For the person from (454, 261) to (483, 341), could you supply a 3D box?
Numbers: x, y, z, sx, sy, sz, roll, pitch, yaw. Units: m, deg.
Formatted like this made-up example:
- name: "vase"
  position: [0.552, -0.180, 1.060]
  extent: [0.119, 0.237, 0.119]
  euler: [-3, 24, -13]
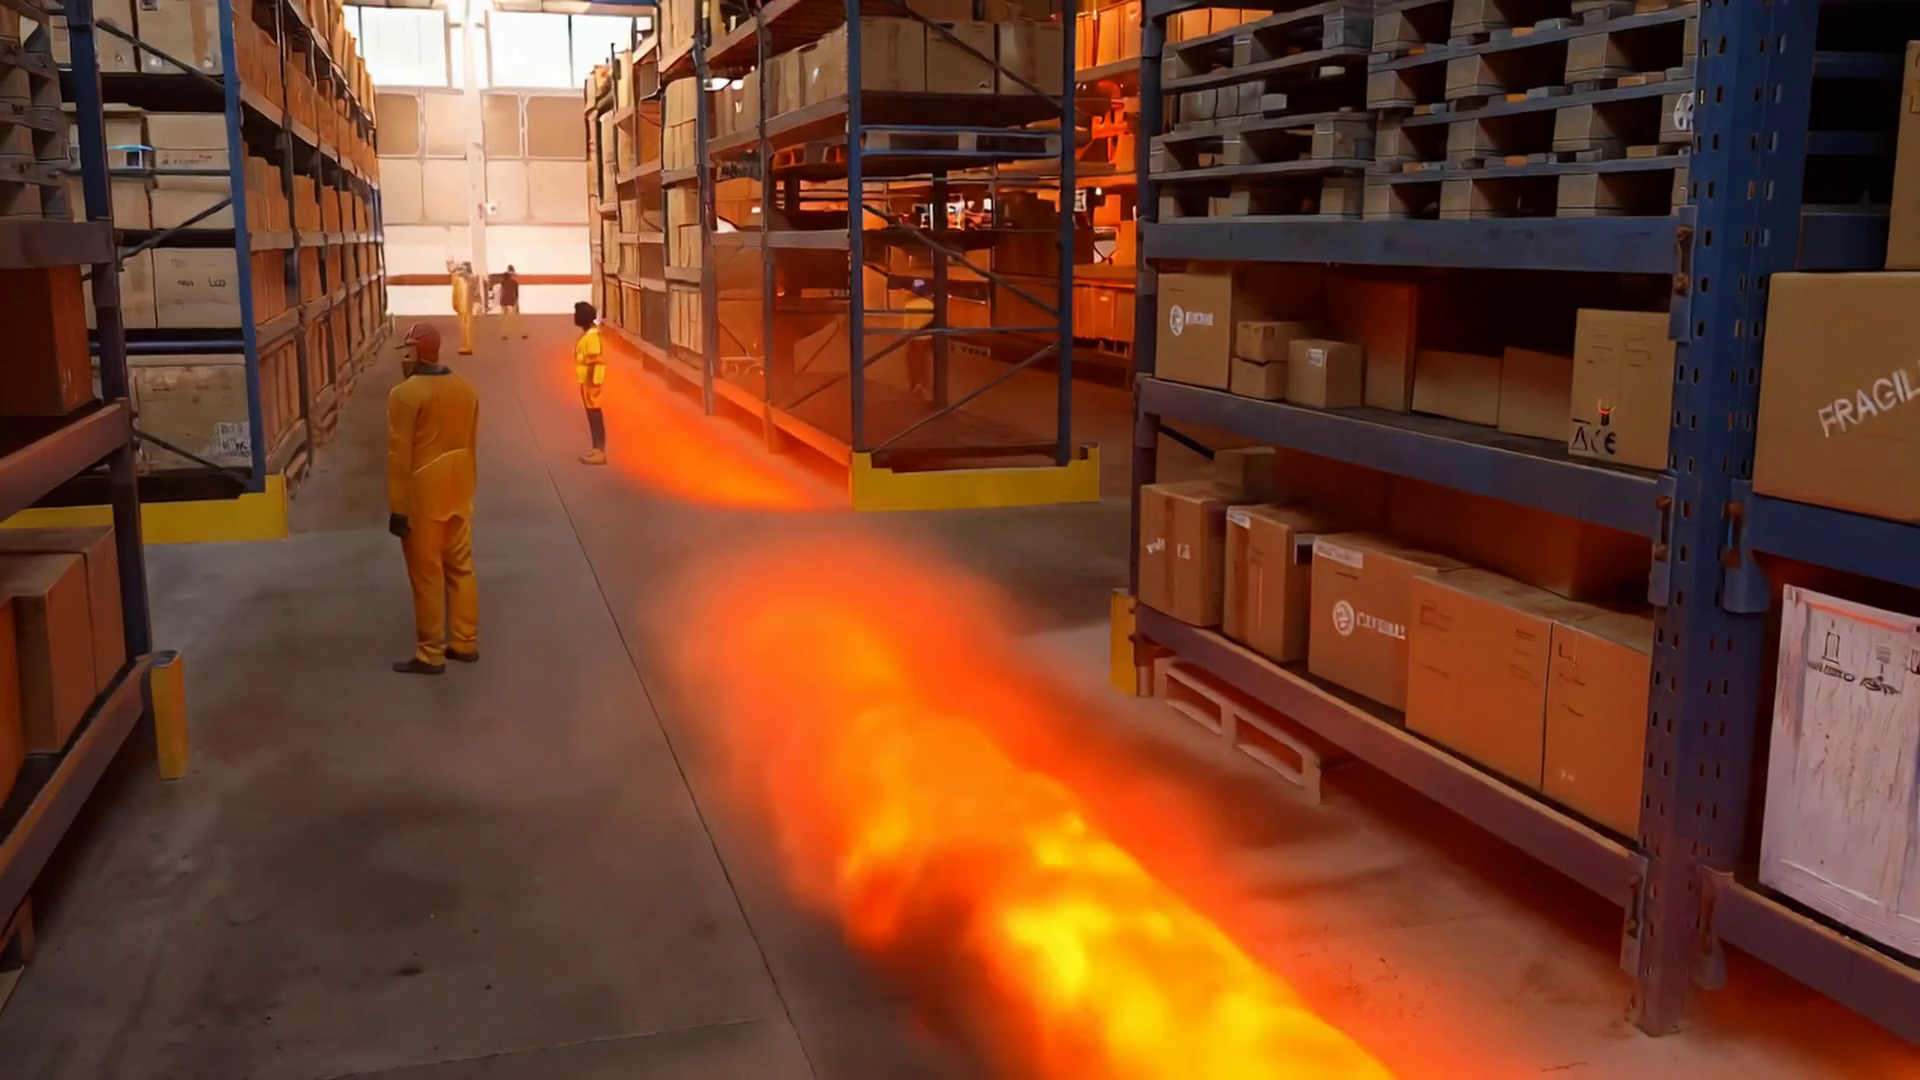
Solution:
- name: "person"
  position: [-11.202, -5.456, 37.911]
  extent: [0.633, 1.818, 0.808]
  euler: [-6, 12, -30]

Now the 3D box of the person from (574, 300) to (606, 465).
- name: "person"
  position: [-3.837, -1.630, 17.247]
  extent: [0.322, 1.697, 0.535]
  euler: [-4, 11, -19]

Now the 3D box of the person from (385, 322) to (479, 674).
- name: "person"
  position: [-2.877, -0.228, 9.026]
  extent: [0.399, 1.899, 0.646]
  euler: [4, 11, 19]

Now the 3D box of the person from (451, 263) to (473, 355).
- name: "person"
  position: [-9.905, -4.591, 33.110]
  extent: [0.403, 1.830, 0.598]
  euler: [-3, 11, -16]

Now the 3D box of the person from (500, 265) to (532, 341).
- name: "person"
  position: [-10.193, -5.408, 37.949]
  extent: [0.575, 1.696, 0.830]
  euler: [6, 12, 30]

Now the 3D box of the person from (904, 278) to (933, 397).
- name: "person"
  position: [-0.615, -2.980, 24.519]
  extent: [0.532, 1.751, 0.534]
  euler: [-5, 11, -23]
